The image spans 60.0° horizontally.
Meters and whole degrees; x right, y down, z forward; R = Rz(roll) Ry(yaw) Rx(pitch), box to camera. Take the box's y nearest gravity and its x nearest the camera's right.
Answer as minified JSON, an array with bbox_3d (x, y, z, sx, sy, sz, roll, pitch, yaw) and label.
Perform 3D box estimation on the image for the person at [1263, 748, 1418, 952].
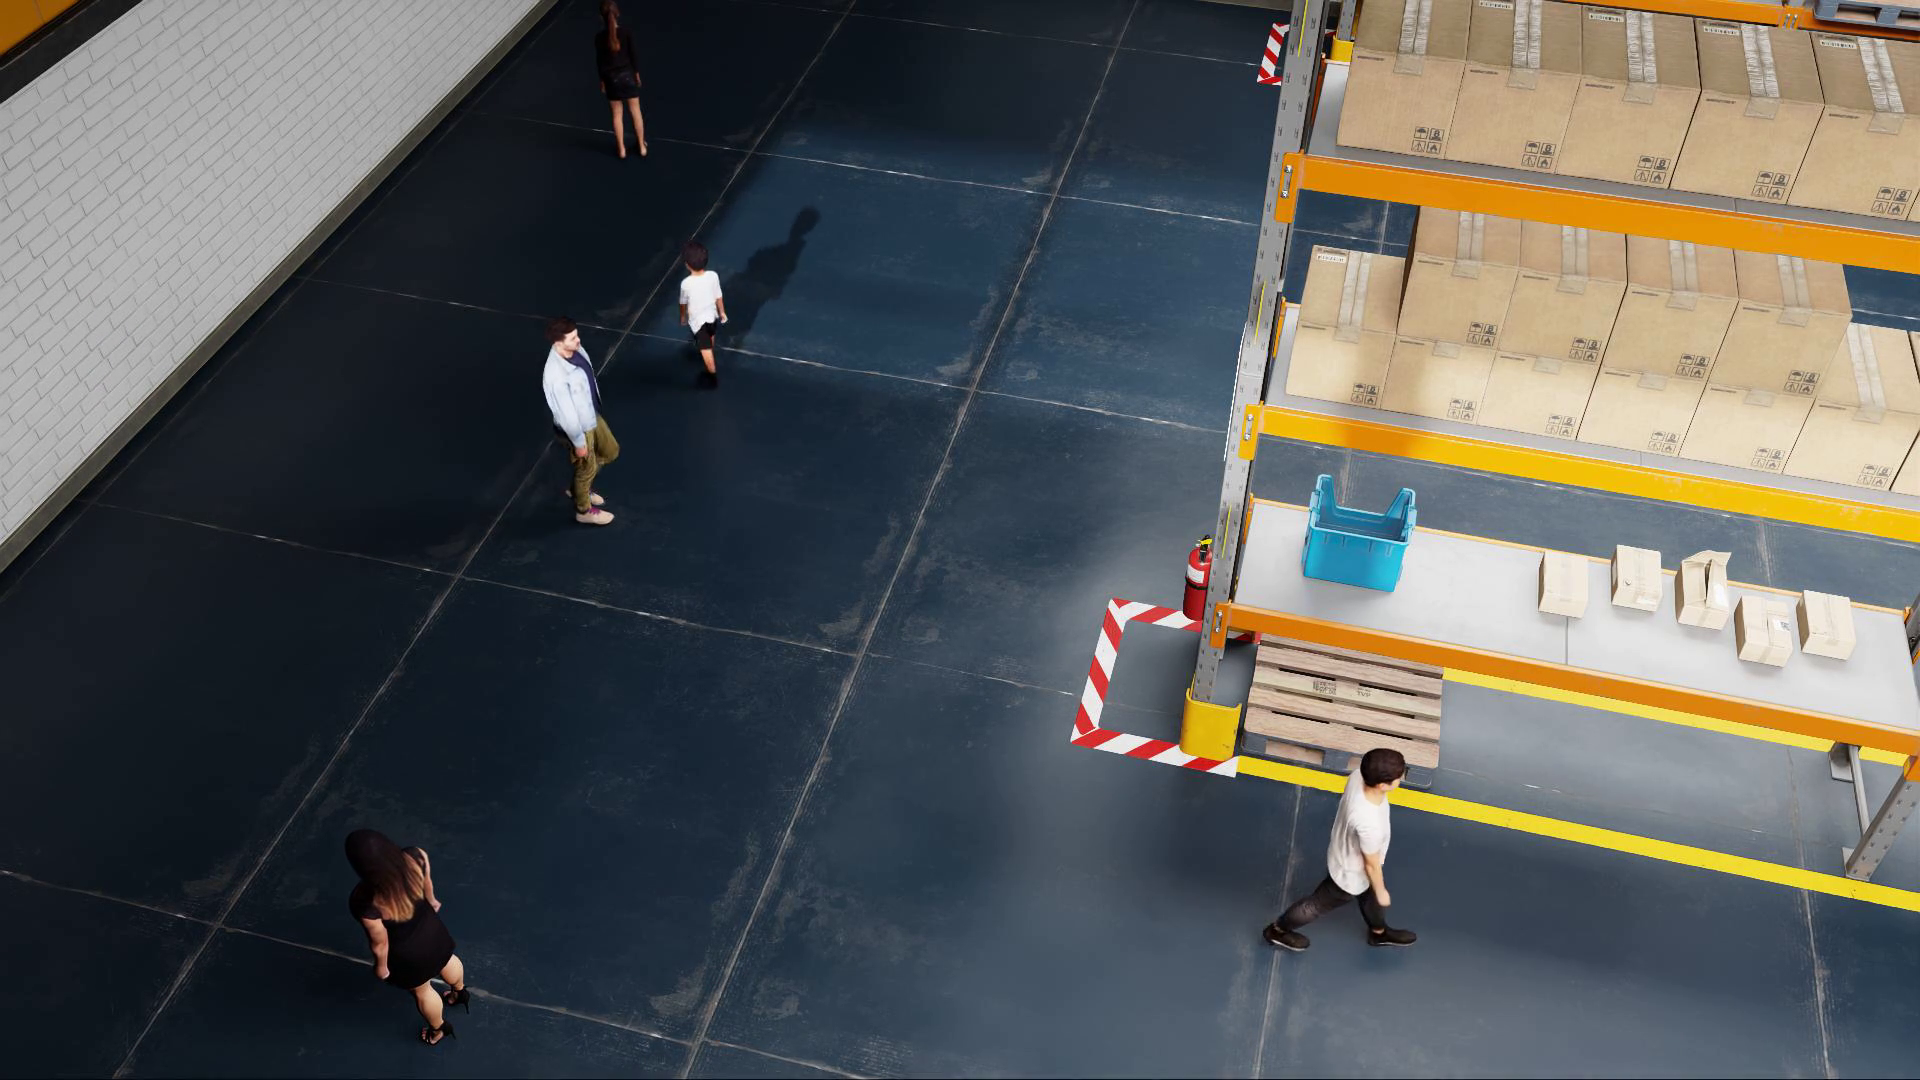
[{"bbox_3d":[2.057,1.739,9.048,1.086,1.682,0.651,8,44,9],"label":"person"}]

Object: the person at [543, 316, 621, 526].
[{"bbox_3d":[-2.756,-0.827,11.658,0.737,1.797,0.752,3,44,3],"label":"person"}]

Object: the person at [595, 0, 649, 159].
[{"bbox_3d":[-3.154,-4.295,15.470,0.619,1.558,0.696,-11,45,-11],"label":"person"}]

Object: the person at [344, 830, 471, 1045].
[{"bbox_3d":[-2.858,2.073,8.676,0.619,1.711,0.671,15,46,15],"label":"person"}]

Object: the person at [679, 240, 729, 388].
[{"bbox_3d":[-1.996,-1.749,13.032,0.788,1.236,0.861,-23,48,-22],"label":"person"}]
